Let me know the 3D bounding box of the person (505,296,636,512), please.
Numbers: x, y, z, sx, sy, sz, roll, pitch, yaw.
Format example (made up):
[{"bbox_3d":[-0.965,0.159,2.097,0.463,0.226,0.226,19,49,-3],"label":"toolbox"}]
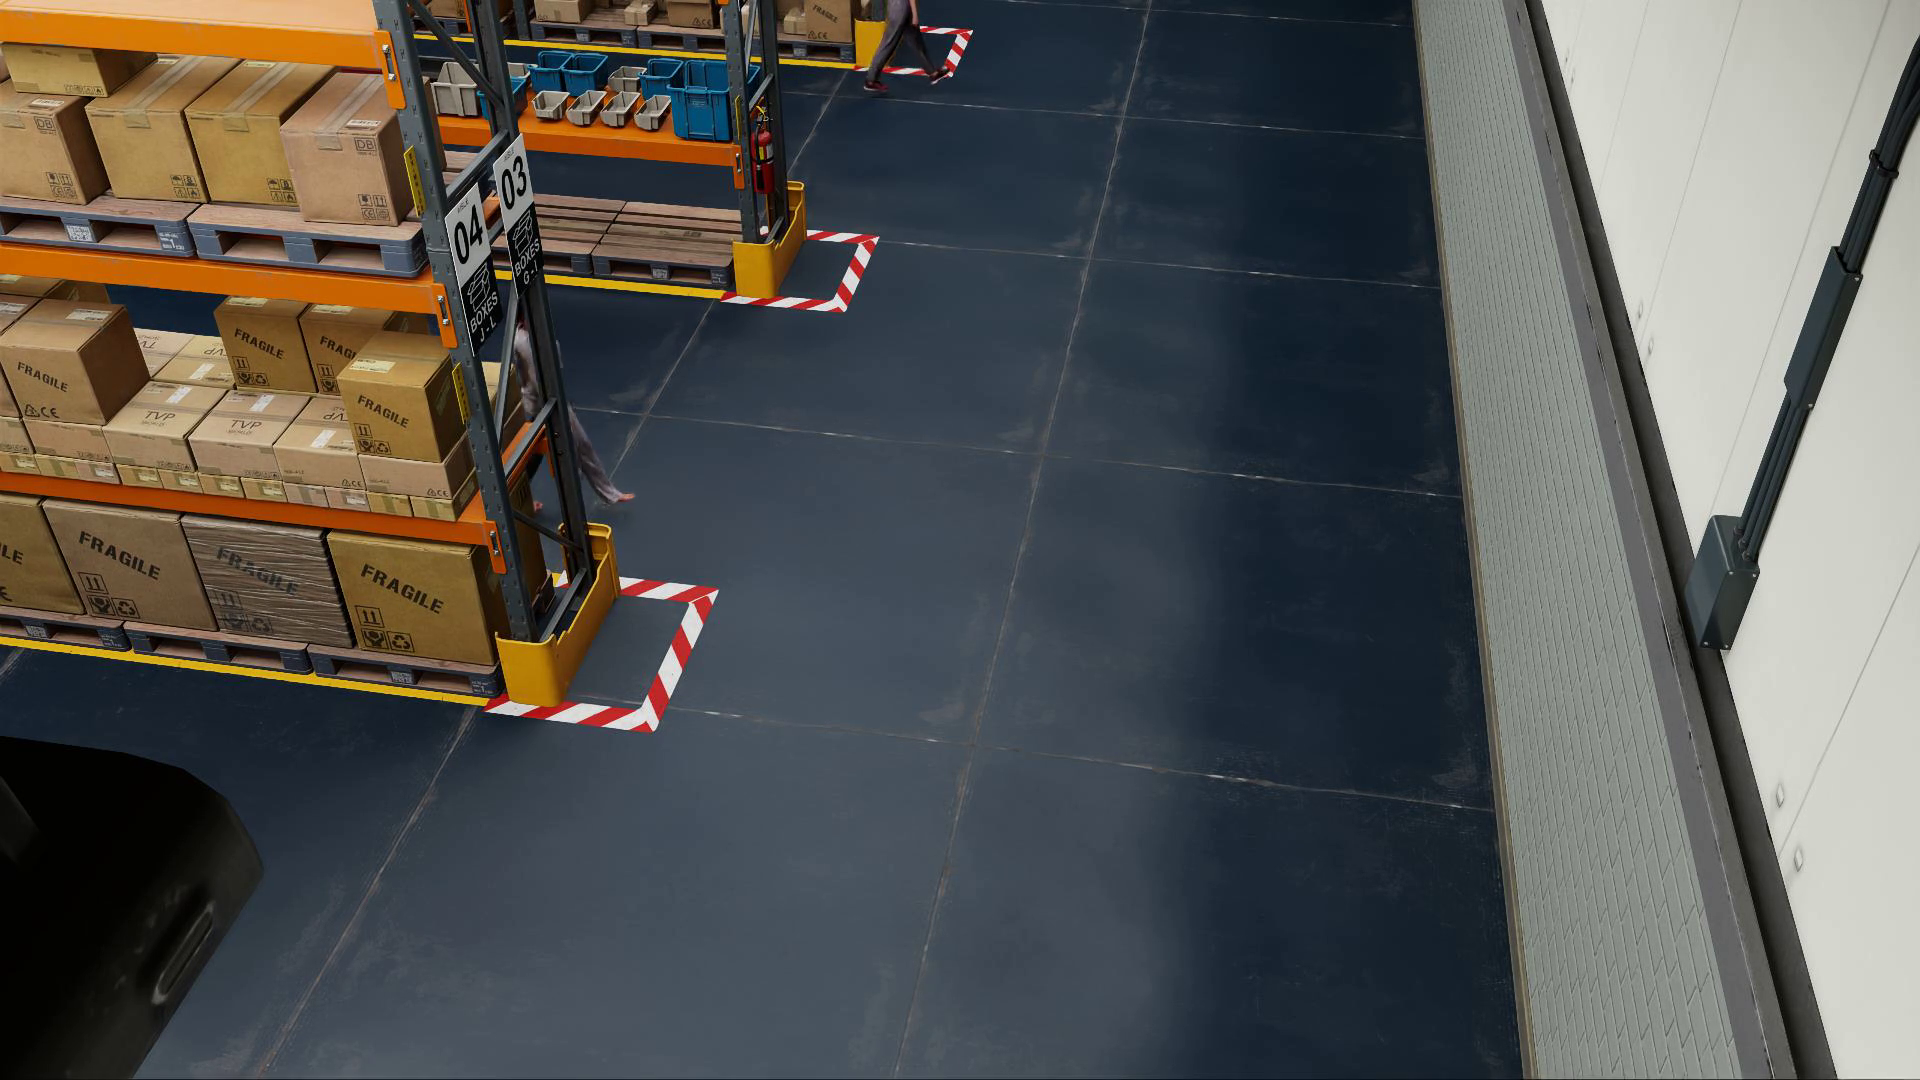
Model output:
[{"bbox_3d":[-2.843,-0.863,10.982,1.089,1.720,0.587,6,38,7],"label":"person"}]

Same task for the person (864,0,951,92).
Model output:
[{"bbox_3d":[-0.687,-5.281,16.672,1.267,1.666,1.058,-12,39,-14],"label":"person"}]
